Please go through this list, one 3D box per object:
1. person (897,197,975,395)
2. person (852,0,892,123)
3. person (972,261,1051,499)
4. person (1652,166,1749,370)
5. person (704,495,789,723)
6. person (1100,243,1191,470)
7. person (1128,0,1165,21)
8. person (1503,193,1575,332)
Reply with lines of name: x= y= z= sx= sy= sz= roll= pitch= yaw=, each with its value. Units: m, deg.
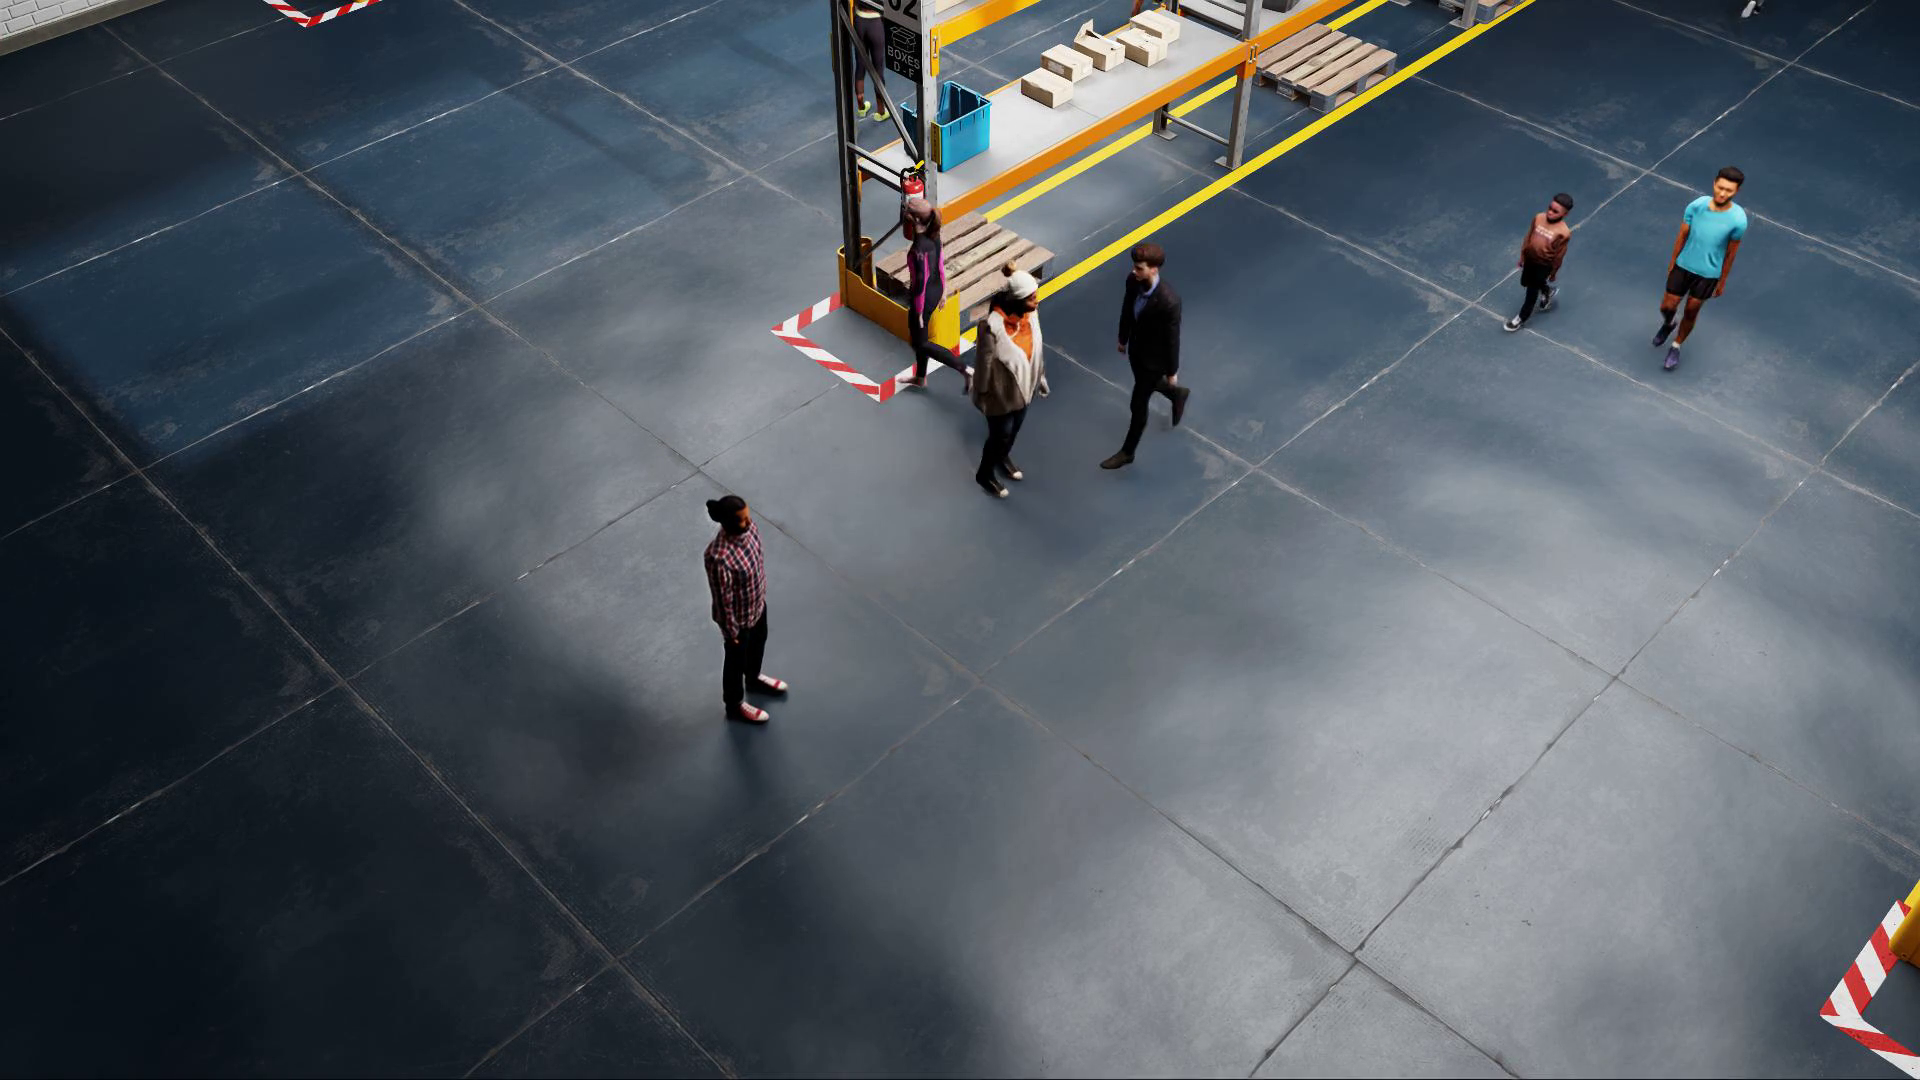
person: x=-0.178 y=-1.801 z=12.661 sx=0.887 sy=1.720 sz=0.970 roll=13 pitch=45 yaw=14
person: x=-0.869 y=-4.843 z=15.830 sx=0.621 sy=1.754 sz=0.605 roll=18 pitch=46 yaw=18
person: x=0.290 y=-1.207 z=11.917 sx=0.573 sy=1.886 sz=0.782 roll=-32 pitch=52 yaw=-29
person: x=5.803 y=-2.157 z=13.005 sx=0.690 sy=1.761 sz=0.717 roll=25 pitch=49 yaw=24
person: x=-1.367 y=0.400 z=10.323 sx=0.836 sy=1.757 sz=0.690 roll=14 pitch=45 yaw=14
person: x=1.453 y=-1.408 z=12.152 sx=1.248 sy=1.853 sz=0.878 roll=-29 pitch=50 yaw=-27
person: x=1.995 y=-6.238 z=17.531 sx=0.551 sy=1.426 sz=0.968 roll=34 pitch=53 yaw=30
person: x=4.764 y=-2.290 z=13.519 sx=0.845 sy=1.245 sz=0.636 roll=-24 pitch=49 yaw=-23
